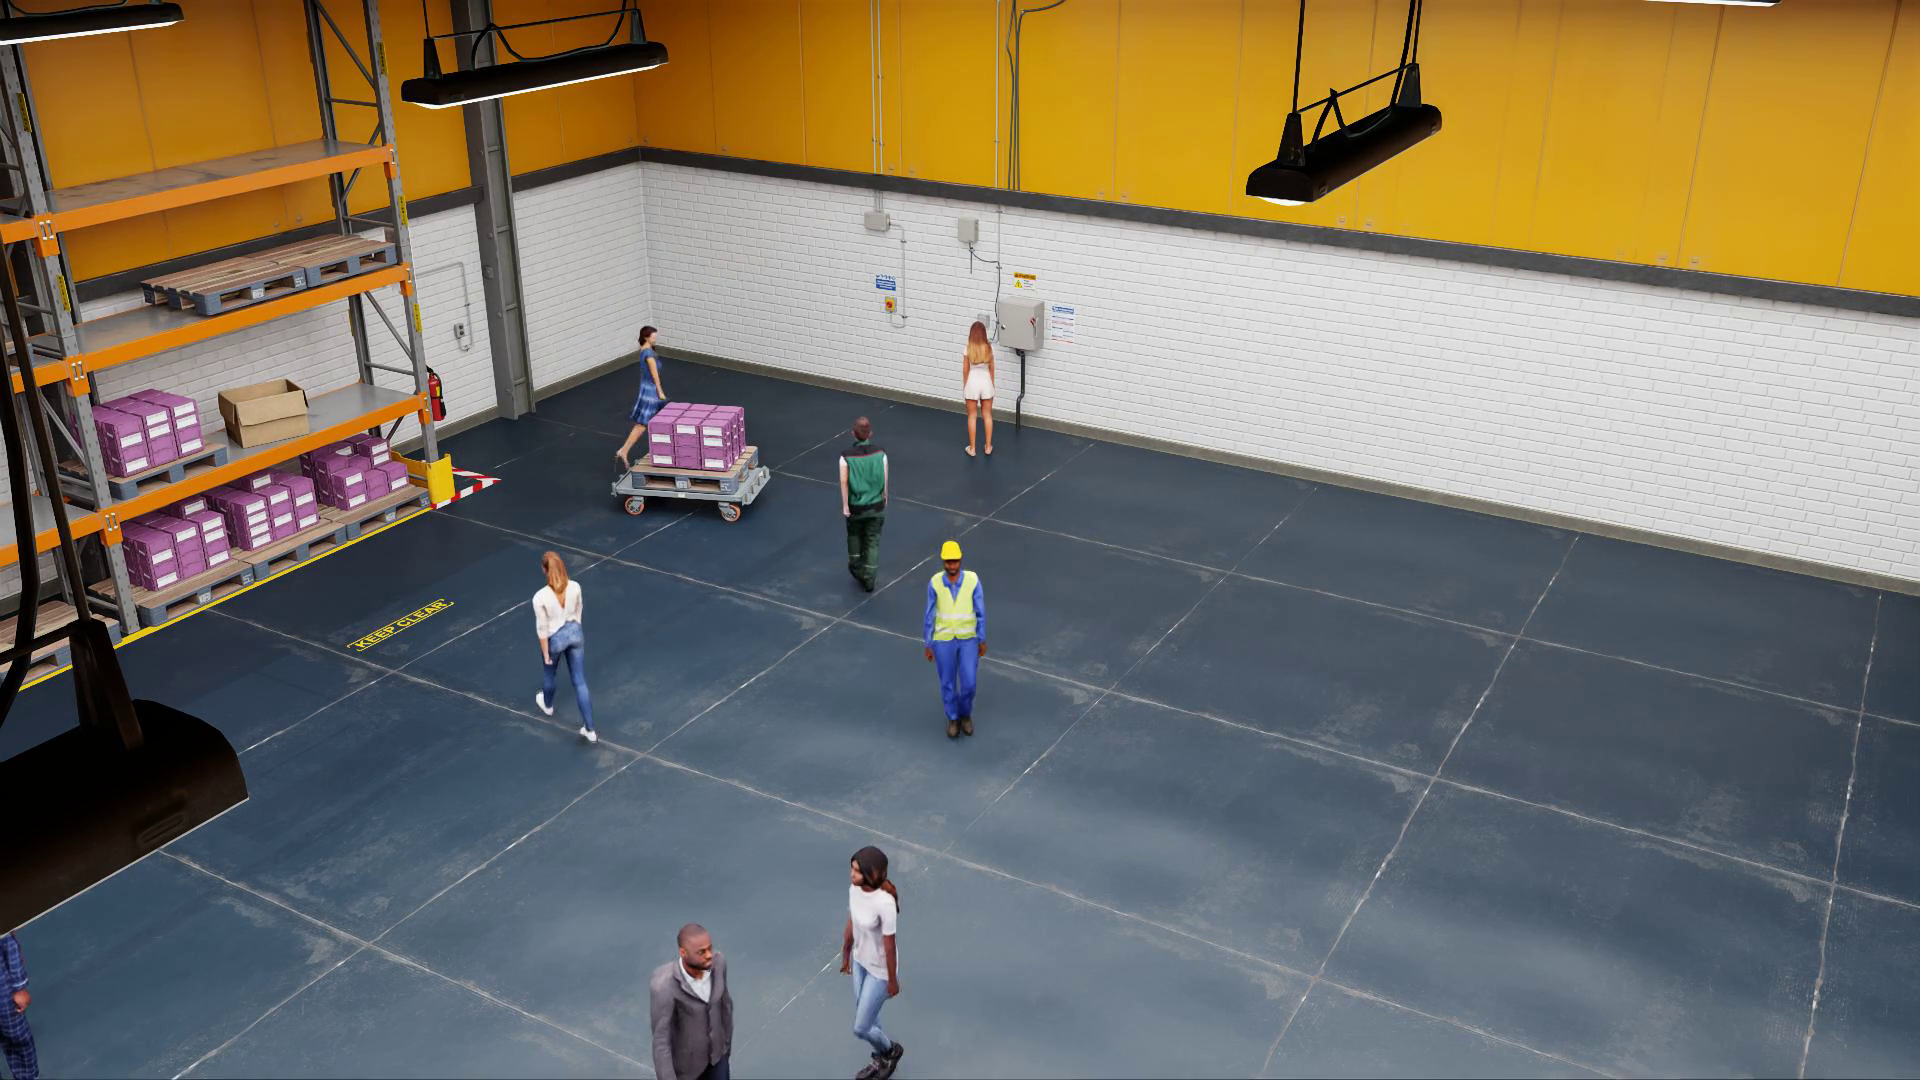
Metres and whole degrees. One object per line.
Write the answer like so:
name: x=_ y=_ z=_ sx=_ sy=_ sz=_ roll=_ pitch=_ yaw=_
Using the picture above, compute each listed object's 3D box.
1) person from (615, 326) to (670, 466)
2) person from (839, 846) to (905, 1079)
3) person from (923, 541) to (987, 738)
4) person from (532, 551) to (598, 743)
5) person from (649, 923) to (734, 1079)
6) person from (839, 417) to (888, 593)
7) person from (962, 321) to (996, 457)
person: x=-3.794 y=-1.687 z=20.021 sx=1.193 sy=1.765 sz=1.108 roll=-8 pitch=25 yaw=-18
person: x=-0.469 y=2.618 z=10.245 sx=0.747 sy=1.709 sz=0.709 roll=-16 pitch=28 yaw=-33
person: x=-0.031 y=0.814 z=14.253 sx=0.796 sy=1.804 sz=0.800 roll=1 pitch=24 yaw=2
person: x=-3.326 y=0.933 z=14.149 sx=1.168 sy=1.670 sz=1.021 roll=-15 pitch=28 yaw=-31
person: x=-1.569 y=2.915 z=9.467 sx=1.147 sy=1.787 sz=1.011 roll=-19 pitch=30 yaw=-36
person: x=-0.951 y=-0.338 z=16.864 sx=0.867 sy=1.824 sz=0.938 roll=-3 pitch=24 yaw=-7
person: x=0.227 y=-1.875 z=20.539 sx=0.675 sy=1.696 sz=0.723 roll=-4 pitch=24 yaw=-8
